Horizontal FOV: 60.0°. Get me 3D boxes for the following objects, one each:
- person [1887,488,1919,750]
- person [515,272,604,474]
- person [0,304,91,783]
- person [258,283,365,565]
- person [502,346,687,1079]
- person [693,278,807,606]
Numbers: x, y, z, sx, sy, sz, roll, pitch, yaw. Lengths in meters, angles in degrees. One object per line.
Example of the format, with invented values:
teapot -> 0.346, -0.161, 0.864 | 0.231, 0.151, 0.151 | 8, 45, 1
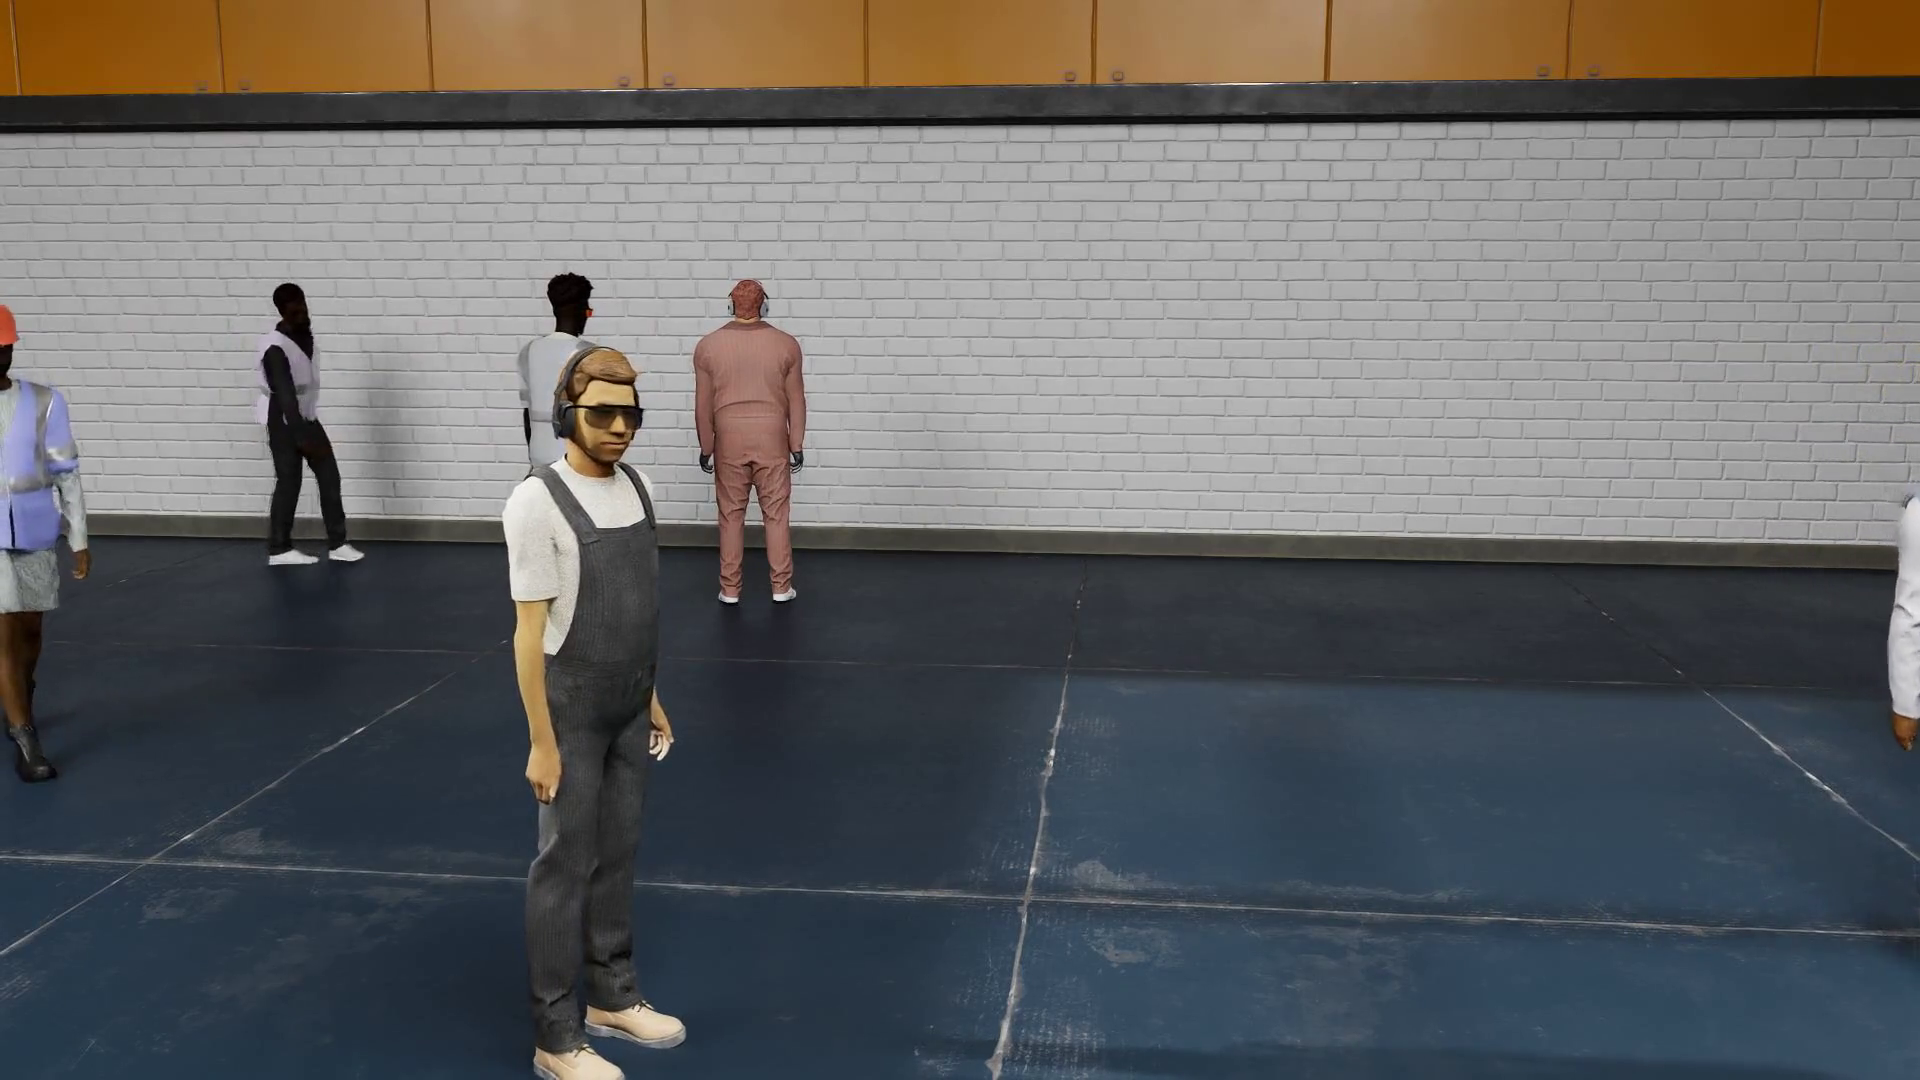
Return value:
person -> 2.873, 0.387, 4.595 | 0.595, 1.803, 0.836 | 1, 10, 8
person -> -2.077, -0.440, 8.872 | 0.606, 1.958, 0.372 | 6, 11, 30
person -> -3.877, -0.038, 6.759 | 0.557, 1.899, 0.971 | -8, 13, -40
person -> -4.246, -0.728, 10.807 | 0.718, 1.860, 0.685 | 2, 10, 10
person -> -0.906, 0.440, 4.156 | 0.336, 1.842, 0.508 | 5, 11, 25
person -> -1.217, -0.563, 9.719 | 0.644, 1.908, 0.408 | -1, 10, -6
